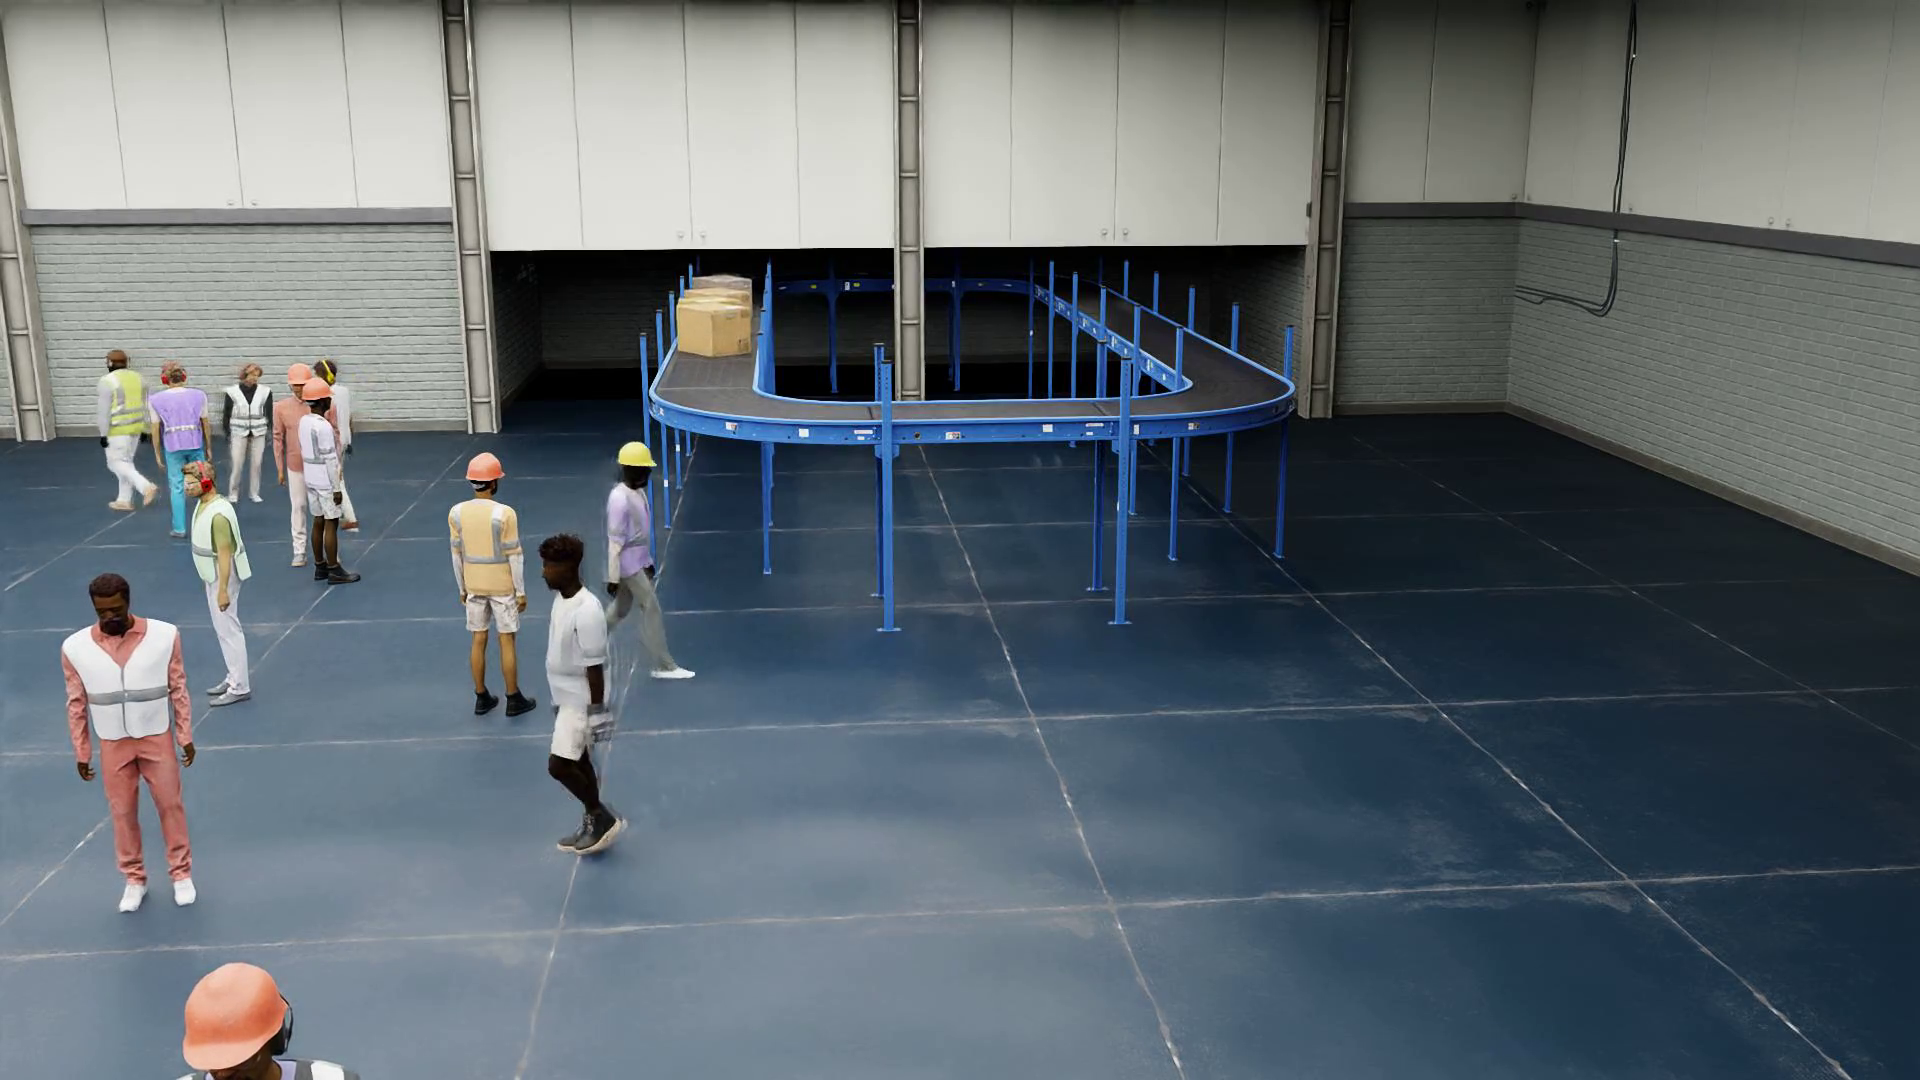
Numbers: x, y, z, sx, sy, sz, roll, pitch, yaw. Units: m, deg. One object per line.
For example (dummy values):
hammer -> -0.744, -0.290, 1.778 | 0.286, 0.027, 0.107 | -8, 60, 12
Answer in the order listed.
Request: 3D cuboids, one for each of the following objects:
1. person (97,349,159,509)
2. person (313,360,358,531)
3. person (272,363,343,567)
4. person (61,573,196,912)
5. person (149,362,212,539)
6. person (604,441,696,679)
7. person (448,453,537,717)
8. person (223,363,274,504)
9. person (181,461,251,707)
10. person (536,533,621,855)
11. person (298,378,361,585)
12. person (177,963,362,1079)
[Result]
person -> -9.250, -1.210, 18.481 | 0.620, 1.804, 0.668 | 3, 14, 13
person -> -6.717, -1.018, 17.708 | 0.729, 1.817, 0.596 | 2, 14, 10
person -> -6.329, -0.732, 16.176 | 0.616, 1.993, 0.395 | -5, 15, -19
person -> -4.516, 1.086, 9.087 | 0.604, 1.906, 0.405 | -6, 15, -22
person -> -8.065, -0.926, 17.284 | 0.561, 1.836, 0.392 | -10, 17, -34
person -> -2.590, 0.161, 12.851 | 0.966, 1.889, 0.589 | 0, 14, -1
person -> -3.391, 0.328, 12.051 | 0.543, 1.939, 0.360 | 3, 14, 13
person -> -8.047, -1.208, 18.852 | 0.554, 1.605, 0.370 | -7, 16, -27
person -> -5.491, 0.307, 12.355 | 0.404, 1.834, 0.563 | -9, 17, -33
person -> -2.256, 0.914, 9.690 | 0.437, 1.941, 0.639 | -7, 16, -26
person -> -5.931, -0.549, 15.551 | 0.547, 1.942, 0.351 | 13, 19, 42
person -> -1.934, 2.120, 4.670 | 0.615, 2.040, 0.391 | -4, 14, -14
